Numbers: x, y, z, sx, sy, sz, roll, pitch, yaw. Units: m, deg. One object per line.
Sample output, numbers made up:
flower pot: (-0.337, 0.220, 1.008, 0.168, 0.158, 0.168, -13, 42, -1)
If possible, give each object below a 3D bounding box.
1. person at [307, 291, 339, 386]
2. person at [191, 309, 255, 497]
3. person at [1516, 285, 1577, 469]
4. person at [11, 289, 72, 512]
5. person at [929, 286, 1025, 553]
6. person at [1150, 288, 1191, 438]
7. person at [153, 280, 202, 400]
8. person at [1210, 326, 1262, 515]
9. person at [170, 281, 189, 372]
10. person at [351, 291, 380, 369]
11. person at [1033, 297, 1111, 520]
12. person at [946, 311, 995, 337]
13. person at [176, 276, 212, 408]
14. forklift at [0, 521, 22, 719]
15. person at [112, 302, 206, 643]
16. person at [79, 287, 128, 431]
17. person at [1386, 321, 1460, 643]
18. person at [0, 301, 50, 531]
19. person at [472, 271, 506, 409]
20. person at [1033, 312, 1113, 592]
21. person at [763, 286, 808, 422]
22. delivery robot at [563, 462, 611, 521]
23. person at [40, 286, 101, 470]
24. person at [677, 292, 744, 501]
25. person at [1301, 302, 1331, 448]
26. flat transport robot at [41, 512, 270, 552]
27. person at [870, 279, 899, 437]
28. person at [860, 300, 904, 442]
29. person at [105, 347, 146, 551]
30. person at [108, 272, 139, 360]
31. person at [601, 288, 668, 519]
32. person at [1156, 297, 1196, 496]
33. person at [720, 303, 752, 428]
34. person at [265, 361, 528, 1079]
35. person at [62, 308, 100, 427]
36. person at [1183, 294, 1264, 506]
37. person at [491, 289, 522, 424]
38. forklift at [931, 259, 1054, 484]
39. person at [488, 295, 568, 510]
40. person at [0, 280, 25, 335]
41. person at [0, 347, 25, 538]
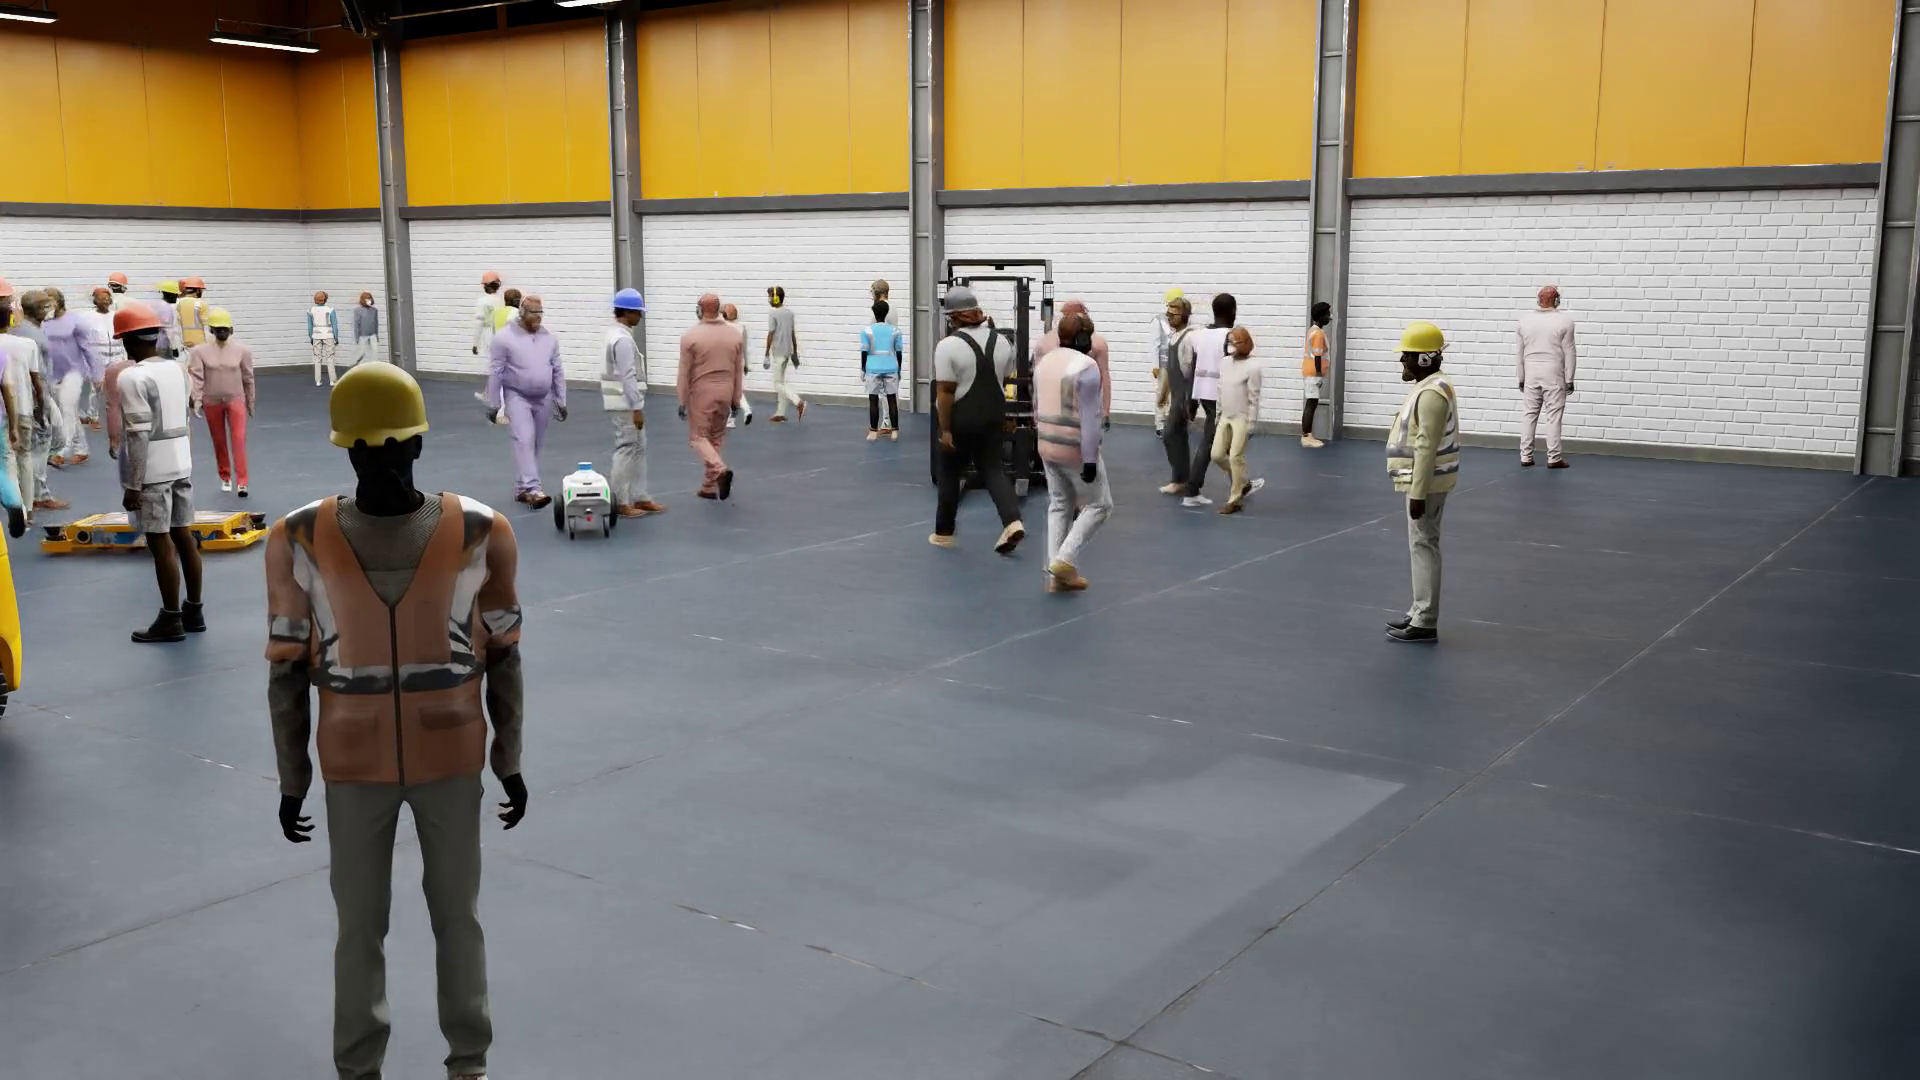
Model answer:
person: (-10.960, -3.457, 28.641, 0.515, 1.641, 0.309, 0, 10, 1)
person: (-6.782, -1.262, 15.338, 0.530, 1.718, 0.898, -4, 10, -21)
person: (6.131, -1.702, 17.383, 0.642, 1.913, 0.410, 9, 13, 42)
person: (-7.948, -1.191, 14.321, 0.433, 1.927, 0.643, -4, 10, -24)
person: (0.126, -0.916, 12.320, 0.681, 2.000, 0.968, -6, 11, -33)
person: (2.609, -2.161, 20.360, 0.600, 1.828, 0.404, -6, 11, -30)
person: (-11.779, -2.909, 24.694, 0.963, 1.865, 0.598, -5, 11, -29)
person: (2.369, -1.015, 14.139, 0.391, 1.616, 0.518, -6, 11, -33)
person: (-12.281, -3.149, 26.220, 0.950, 1.832, 0.606, 6, 11, 33)
person: (-10.856, -3.723, 30.319, 0.632, 1.615, 0.509, 7, 12, 36)
person: (0.889, -1.077, 13.820, 0.666, 1.867, 0.871, 4, 10, 25)
person: (0.140, -2.035, 19.722, 0.718, 1.808, 0.435, 1, 10, 4)
person: (-11.236, -2.914, 24.529, 0.551, 1.933, 0.373, 3, 10, 18)
forklift: (-5.296, -0.090, 6.943, 1.214, 2.155, 2.313, 7, 12, 35)
person: (-4.580, -0.378, 9.448, 0.385, 1.929, 0.547, 1, 10, 7)
person: (-10.798, -2.265, 20.960, 0.973, 1.846, 0.592, 9, 13, 42)
person: (2.621, -0.327, 9.453, 0.403, 1.825, 0.593, 3, 10, 16)
person: (-7.709, -1.005, 13.417, 0.687, 1.845, 0.547, 9, 13, 44)
person: (-6.895, -2.914, 24.325, 0.983, 2.000, 0.635, 6, 11, 32)
person: (0.724, -0.553, 10.770, 0.452, 1.826, 0.646, -6, 11, -31)
person: (-2.333, -2.463, 22.150, 0.695, 1.841, 0.562, 5, 11, 29)
delivery robot: (-2.978, -0.377, 13.244, 0.477, 0.478, 0.707, -3, 10, -15)
person: (-9.384, -1.677, 17.288, 0.663, 1.882, 1.015, 1, 10, 4)
person: (-2.218, -1.272, 14.886, 0.644, 1.886, 0.740, -8, 12, -38)
person: (4.132, -1.913, 19.319, 0.320, 1.690, 0.535, 1, 10, 7)
flat transport robot: (-6.050, -0.073, 12.550, 1.431, 0.197, 0.652, -1, 10, -7)
person: (-0.933, -2.239, 20.508, 0.355, 1.936, 0.633, 2, 10, 12)
person: (-0.941, -2.023, 19.933, 0.540, 1.696, 0.317, -3, 10, -16)
person: (-5.986, -0.756, 12.215, 0.557, 1.743, 0.640, -8, 12, -40)
person: (-12.103, -2.863, 24.052, 0.611, 1.995, 0.375, -1, 10, -5)
person: (-2.748, -1.136, 13.962, 0.502, 1.932, 0.644, -3, 10, -15)
person: (1.971, -1.317, 15.356, 0.485, 1.832, 0.563, -1, 10, -6)
person: (-2.944, -2.242, 21.458, 0.375, 1.624, 0.513, 8, 13, 41)
person: (-1.357, 0.529, 4.049, 0.594, 1.924, 0.382, -3, 10, -16)
person: (-11.688, -2.258, 21.643, 0.869, 1.577, 0.516, -1, 10, -5)
person: (2.369, -1.248, 14.820, 1.020, 1.864, 0.601, -5, 11, -28)
person: (-5.939, -2.445, 22.192, 0.640, 1.793, 0.978, 9, 13, 43)
forklift: (0.370, -1.738, 16.759, 1.214, 2.155, 2.313, 1, 10, 3)
person: (-3.714, -1.199, 14.544, 0.659, 1.856, 0.957, -9, 13, -44)
person: (-11.228, -2.098, 19.680, 0.623, 1.945, 1.034, -9, 13, -42)
person: (-7.360, -0.833, 12.470, 0.575, 1.819, 0.587, 8, 12, 38)
